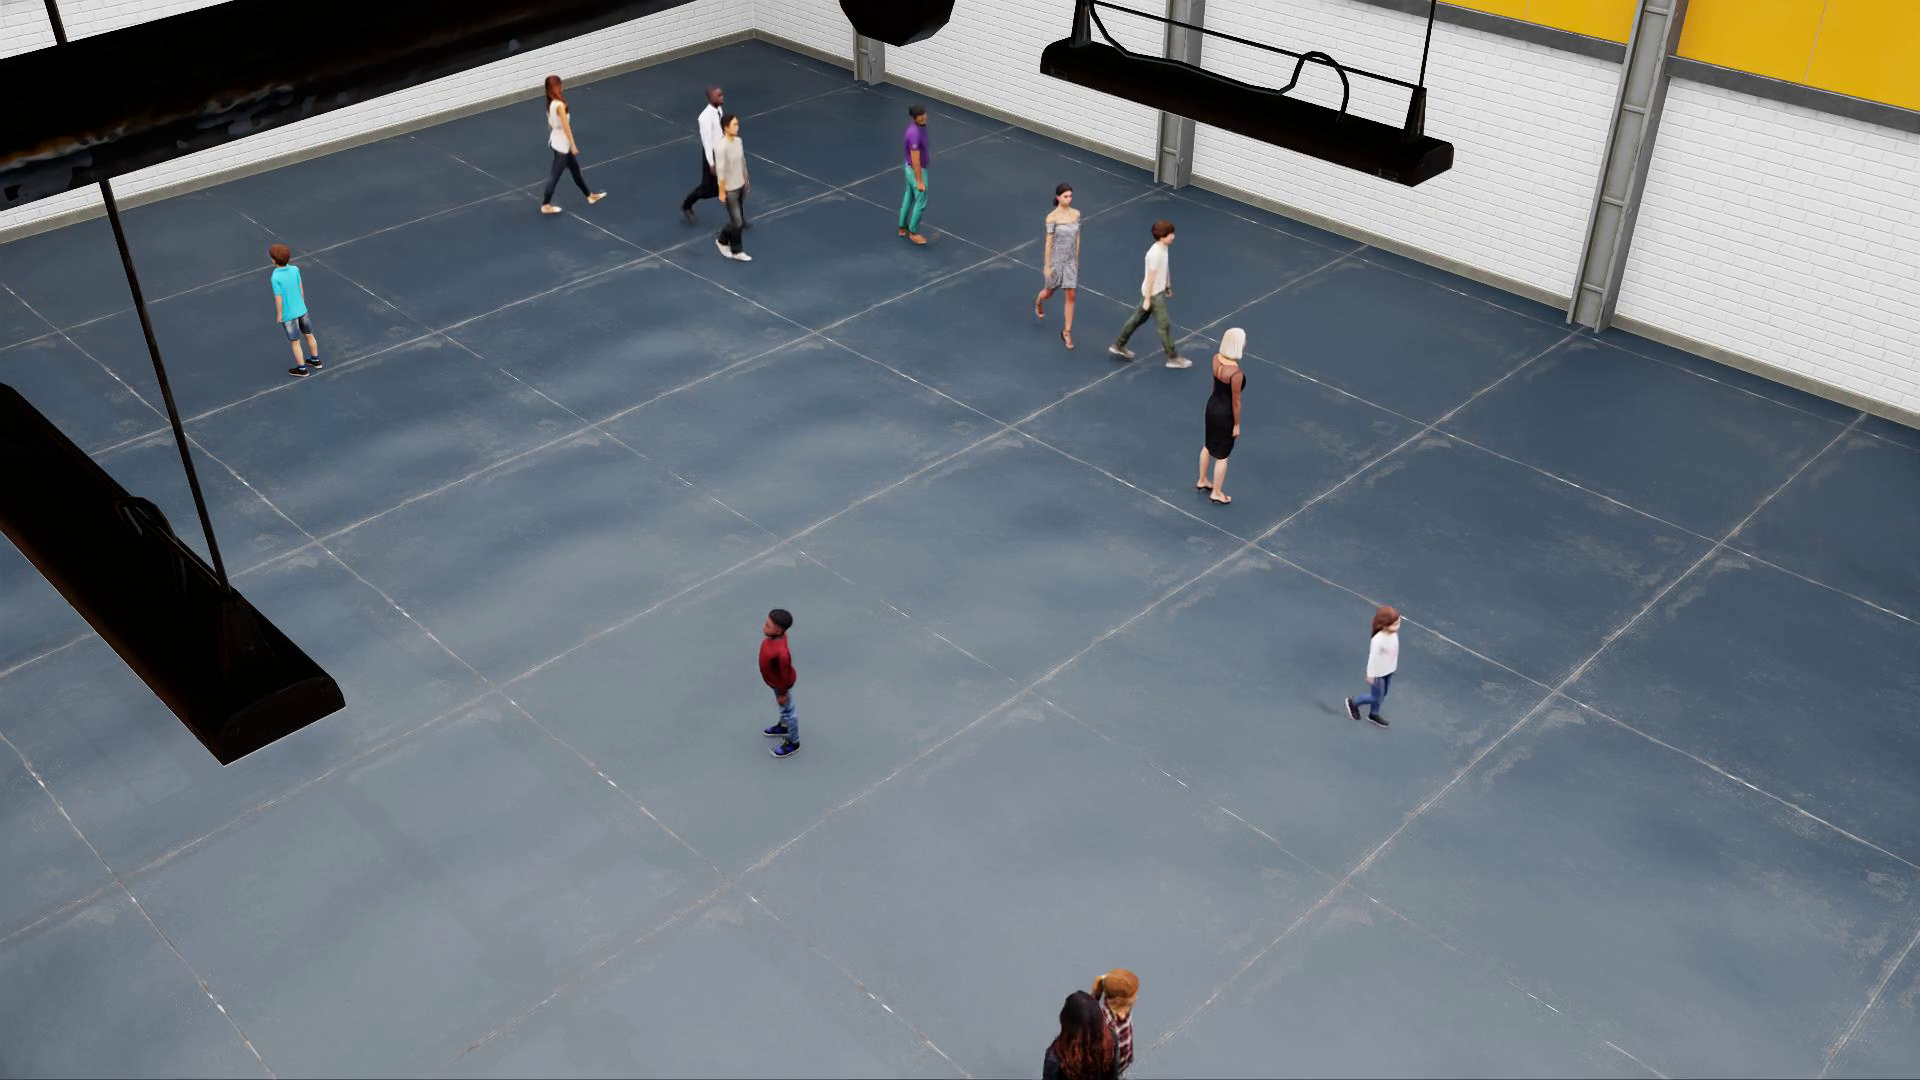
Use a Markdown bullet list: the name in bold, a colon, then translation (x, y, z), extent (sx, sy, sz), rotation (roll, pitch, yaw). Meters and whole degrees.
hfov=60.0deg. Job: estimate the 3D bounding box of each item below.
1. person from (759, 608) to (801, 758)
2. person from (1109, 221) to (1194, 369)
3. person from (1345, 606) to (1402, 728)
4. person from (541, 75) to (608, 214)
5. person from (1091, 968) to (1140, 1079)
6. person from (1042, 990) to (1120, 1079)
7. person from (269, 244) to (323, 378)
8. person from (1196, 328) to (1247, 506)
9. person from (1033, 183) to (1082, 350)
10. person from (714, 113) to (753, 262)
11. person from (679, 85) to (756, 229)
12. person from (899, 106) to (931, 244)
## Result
- **person**: translation (-1.332, 1.023, 12.392), extent (0.638, 1.255, 0.541), rotation (-9, 35, -13)
- **person**: translation (1.954, -2.578, 17.492), extent (1.212, 1.607, 0.969), rotation (8, 34, 12)
- **person**: translation (3.158, 0.943, 12.650), extent (0.559, 1.103, 0.452), rotation (26, 42, 34)
- **person**: translation (-5.095, -4.912, 20.885), extent (0.901, 1.738, 1.119), rotation (-16, 37, -23)
- **person**: translation (0.797, 2.920, 9.509), extent (0.748, 1.288, 0.571), rotation (26, 42, 34)
- **person**: translation (0.672, 3.095, 8.951), extent (0.808, 1.614, 1.055), rotation (-17, 37, -24)
- **person**: translation (-6.975, -2.418, 17.394), extent (0.575, 1.449, 0.577), rotation (15, 36, 21)
- **person**: translation (2.390, -1.135, 15.199), extent (0.708, 1.742, 0.576), rotation (-14, 36, -20)
- **person**: translation (1.040, -2.988, 17.942), extent (0.825, 1.791, 1.123), rotation (-16, 37, -22)
- **person**: translation (-2.774, -4.189, 19.736), extent (0.804, 1.807, 0.787), rotation (15, 37, 22)
- **person**: translation (-3.107, -4.705, 20.524), extent (1.326, 1.793, 1.043), rotation (11, 35, 17)
- **person**: translation (-0.554, -4.466, 20.226), extent (0.915, 1.725, 0.871), rotation (-5, 34, -7)
